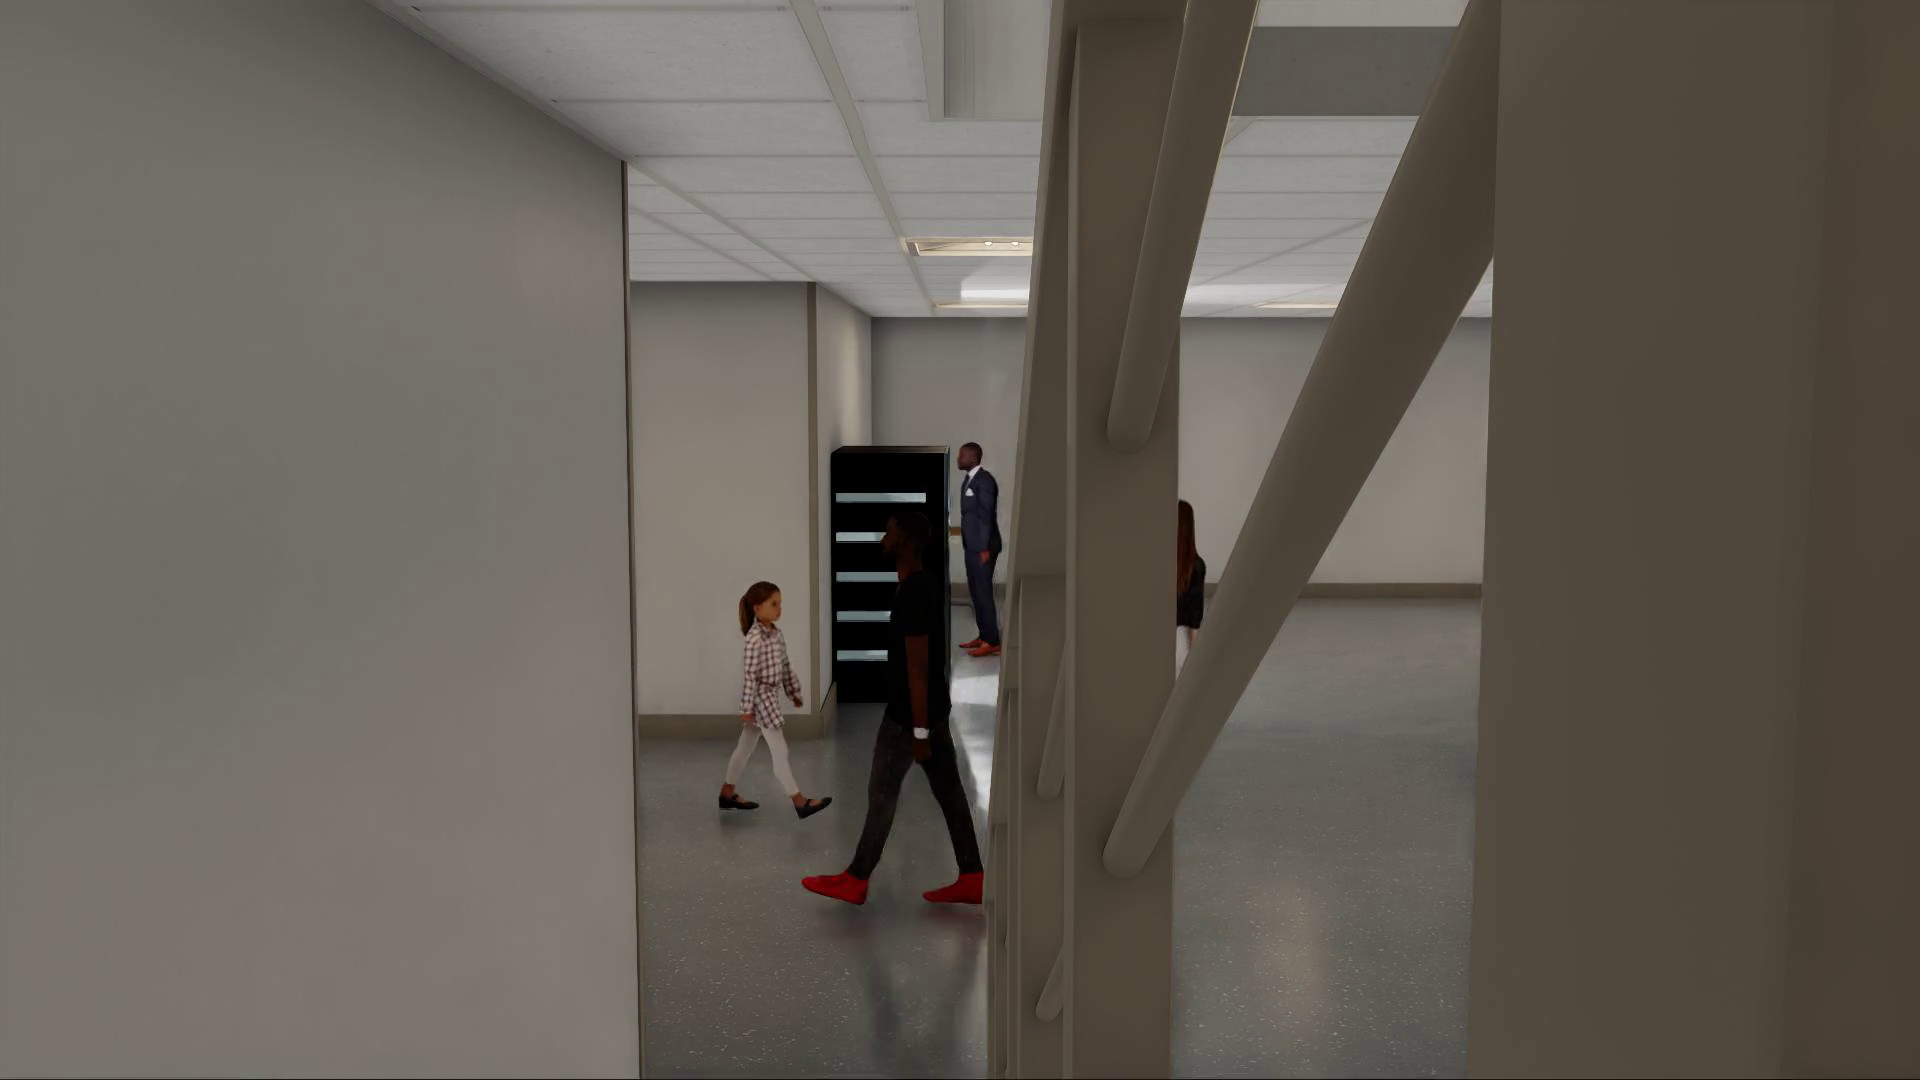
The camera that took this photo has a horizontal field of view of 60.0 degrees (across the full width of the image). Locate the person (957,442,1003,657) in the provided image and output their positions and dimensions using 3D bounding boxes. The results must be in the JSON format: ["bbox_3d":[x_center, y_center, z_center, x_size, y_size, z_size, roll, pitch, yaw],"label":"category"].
[{"bbox_3d":[0.191,0.071,14.269,0.822,1.808,0.660,-2,6,-17],"label":"person"}]

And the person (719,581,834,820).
[{"bbox_3d":[-1.126,0.878,8.970,0.789,1.262,0.939,2,6,17],"label":"person"}]

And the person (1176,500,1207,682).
[{"bbox_3d":[1.136,0.634,9.316,0.808,1.678,1.067,2,6,19],"label":"person"}]

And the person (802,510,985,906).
[{"bbox_3d":[-0.093,0.781,7.392,0.855,1.772,1.044,1,6,10],"label":"person"}]
